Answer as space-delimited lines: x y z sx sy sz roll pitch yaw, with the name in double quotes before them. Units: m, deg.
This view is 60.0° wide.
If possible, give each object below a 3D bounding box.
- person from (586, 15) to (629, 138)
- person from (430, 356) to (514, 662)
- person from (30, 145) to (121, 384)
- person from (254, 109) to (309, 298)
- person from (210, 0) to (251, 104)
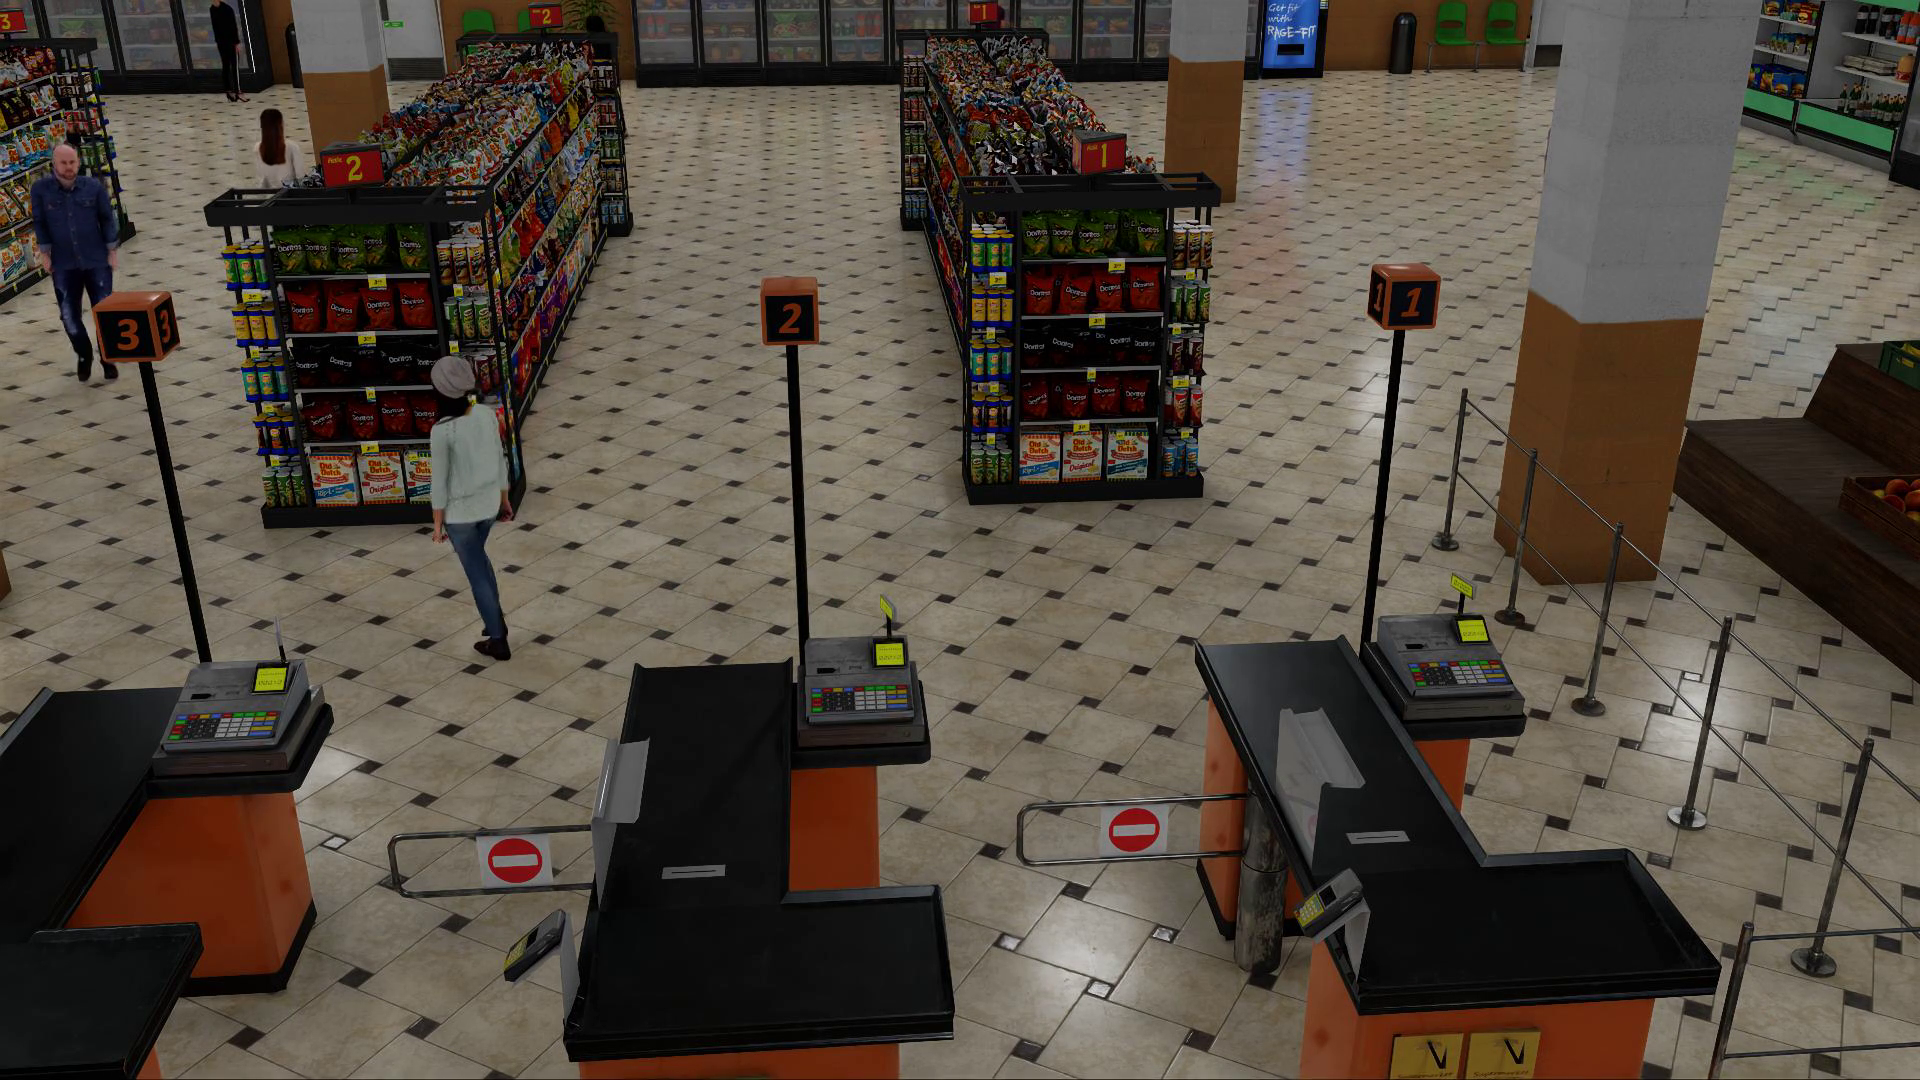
"person" -4.704 -6.184 22.315 0.865 1.574 1.036 3 24 7
"person" -2.412 -0.139 8.423 0.775 1.637 0.698 14 27 29
"person" -6.715 -2.111 12.715 0.823 1.809 0.793 -11 26 -23
"person" -6.020 -2.961 14.831 0.822 1.670 1.094 4 24 10
"person" -11.076 -7.491 25.138 0.681 1.706 0.684 10 26 22
